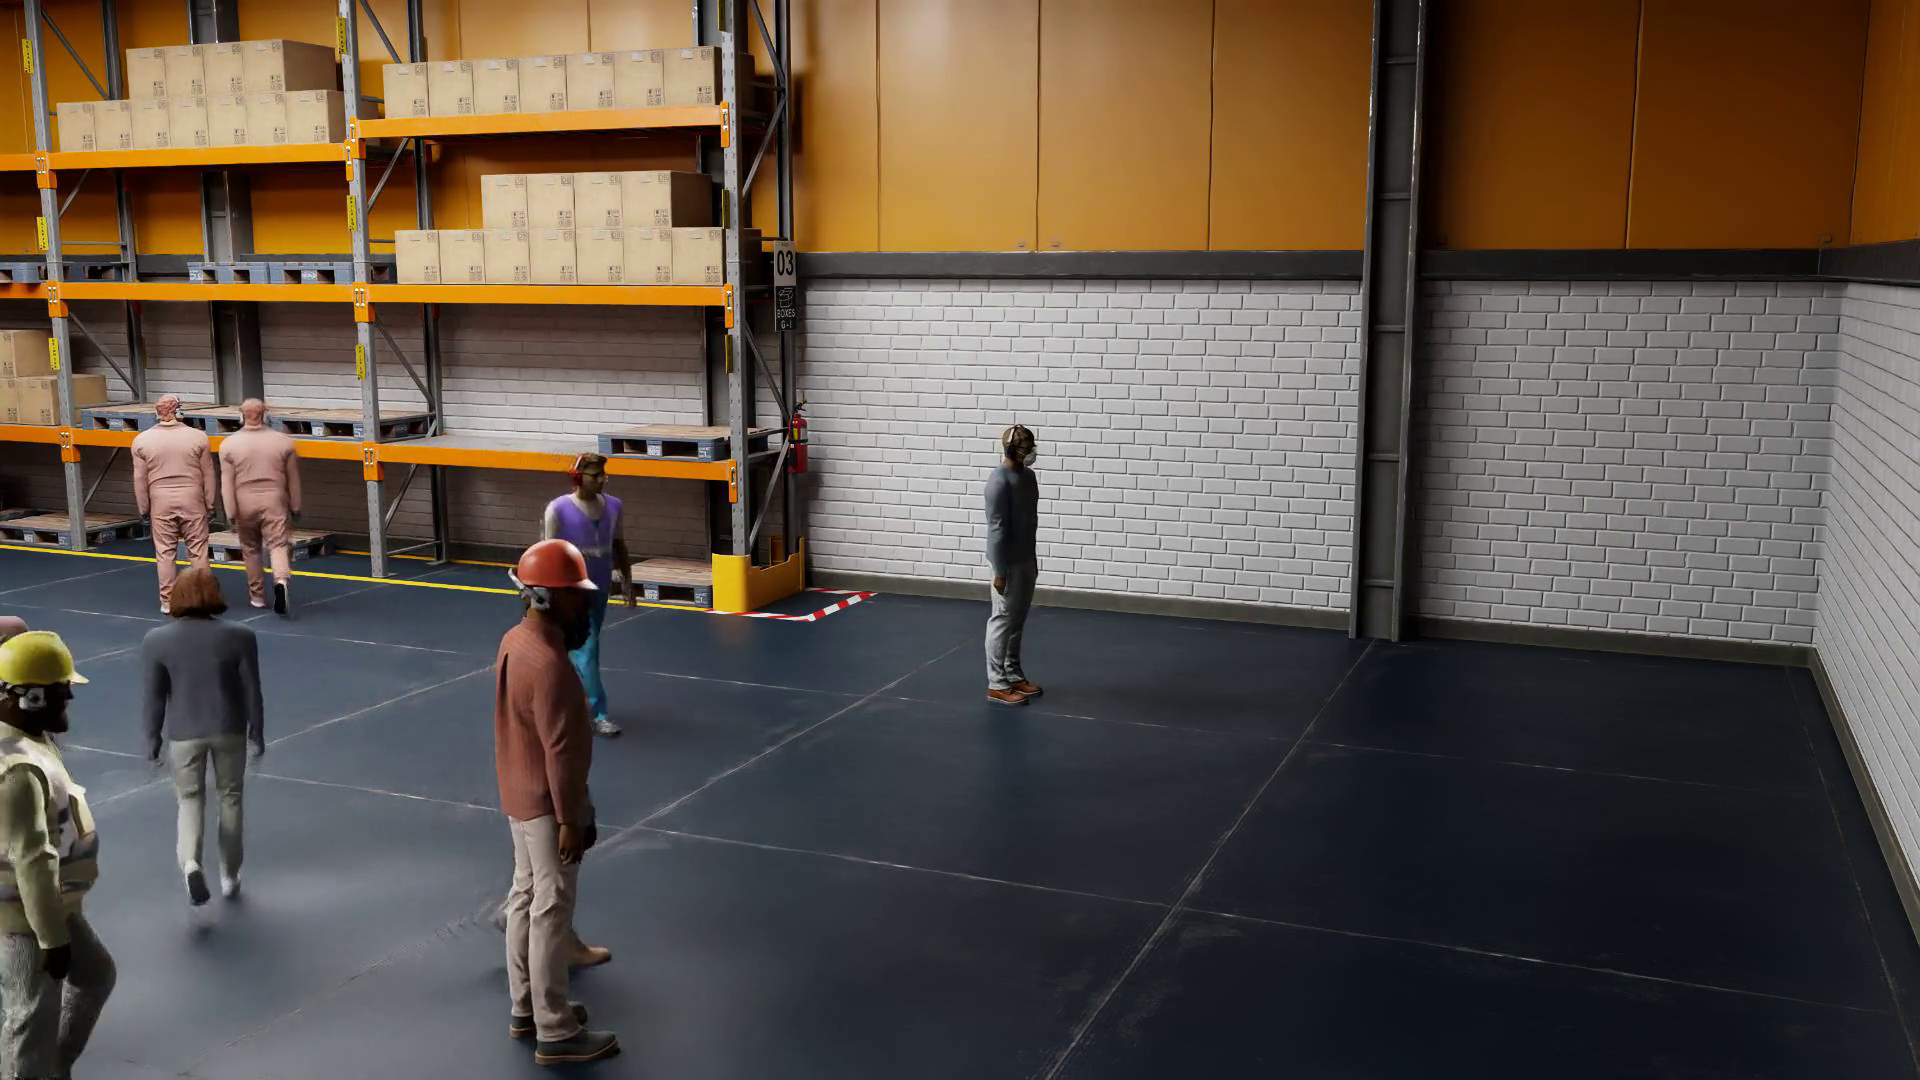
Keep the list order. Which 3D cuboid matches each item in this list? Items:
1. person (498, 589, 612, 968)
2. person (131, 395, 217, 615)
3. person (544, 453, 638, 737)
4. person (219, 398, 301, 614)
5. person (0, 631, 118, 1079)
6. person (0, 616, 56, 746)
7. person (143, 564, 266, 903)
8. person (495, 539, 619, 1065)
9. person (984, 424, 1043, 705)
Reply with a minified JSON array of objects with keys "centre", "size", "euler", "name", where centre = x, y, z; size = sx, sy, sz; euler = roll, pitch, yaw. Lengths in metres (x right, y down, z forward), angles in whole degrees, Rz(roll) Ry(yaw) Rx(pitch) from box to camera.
[{"centre":[-1.724,1.023,7.048],"size":[0.427,1.677,0.556],"euler":[-2,10,-14],"name":"person"},{"centre":[-6.771,-0.302,14.394],"size":[0.637,1.904,0.403],"euler":[-3,10,-20],"name":"person"},{"centre":[-2.345,0.343,10.744],"size":[0.831,1.808,0.589],"euler":[7,12,38],"name":"person"},{"centre":[-6.037,-0.291,14.401],"size":[0.641,1.880,0.846],"euler":[-5,10,-25],"name":"person"},{"centre":[-3.053,1.202,5.549],"size":[0.464,1.807,0.628],"euler":[-5,11,-30],"name":"person"},{"centre":[-4.423,0.918,7.532],"size":[0.566,1.723,0.371],"euler":[-8,12,-39],"name":"person"},{"centre":[-3.534,0.930,7.789],"size":[0.515,1.612,0.543],"euler":[-4,10,-21],"name":"person"},{"centre":[-1.558,0.982,6.347],"size":[0.396,1.988,0.614],"euler":[-5,11,-30],"name":"person"},{"centre":[0.363,0.165,11.475],"size":[0.361,1.936,0.627],"euler":[4,10,24],"name":"person"}]
